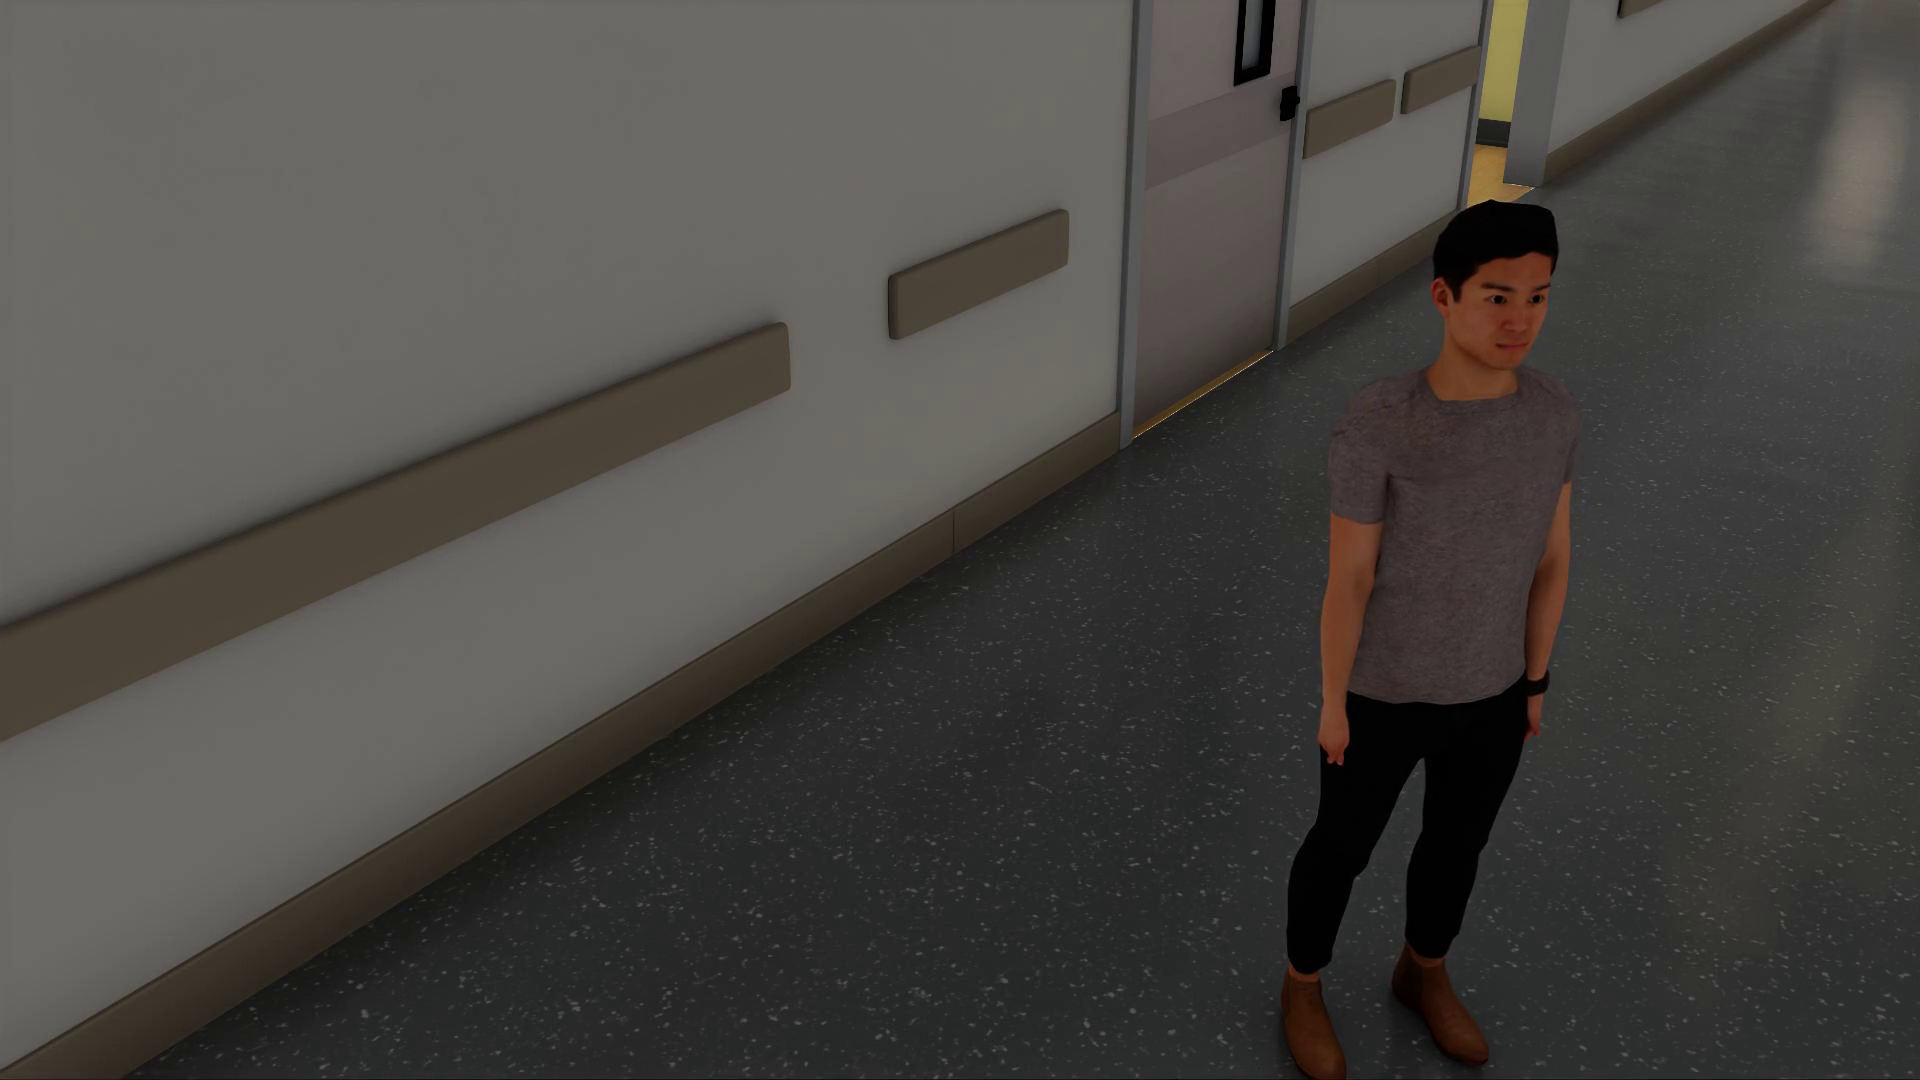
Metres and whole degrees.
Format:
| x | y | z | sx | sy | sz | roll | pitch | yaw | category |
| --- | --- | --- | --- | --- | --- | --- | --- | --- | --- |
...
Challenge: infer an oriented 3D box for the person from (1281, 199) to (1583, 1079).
| x | y | z | sx | sy | sz | roll | pitch | yaw | category |
| --- | --- | --- | --- | --- | --- | --- | --- | --- | --- |
| 0.843 | 0.223 | 2.994 | 0.663 | 1.717 | 0.724 | -4 | 26 | -9 | person |
